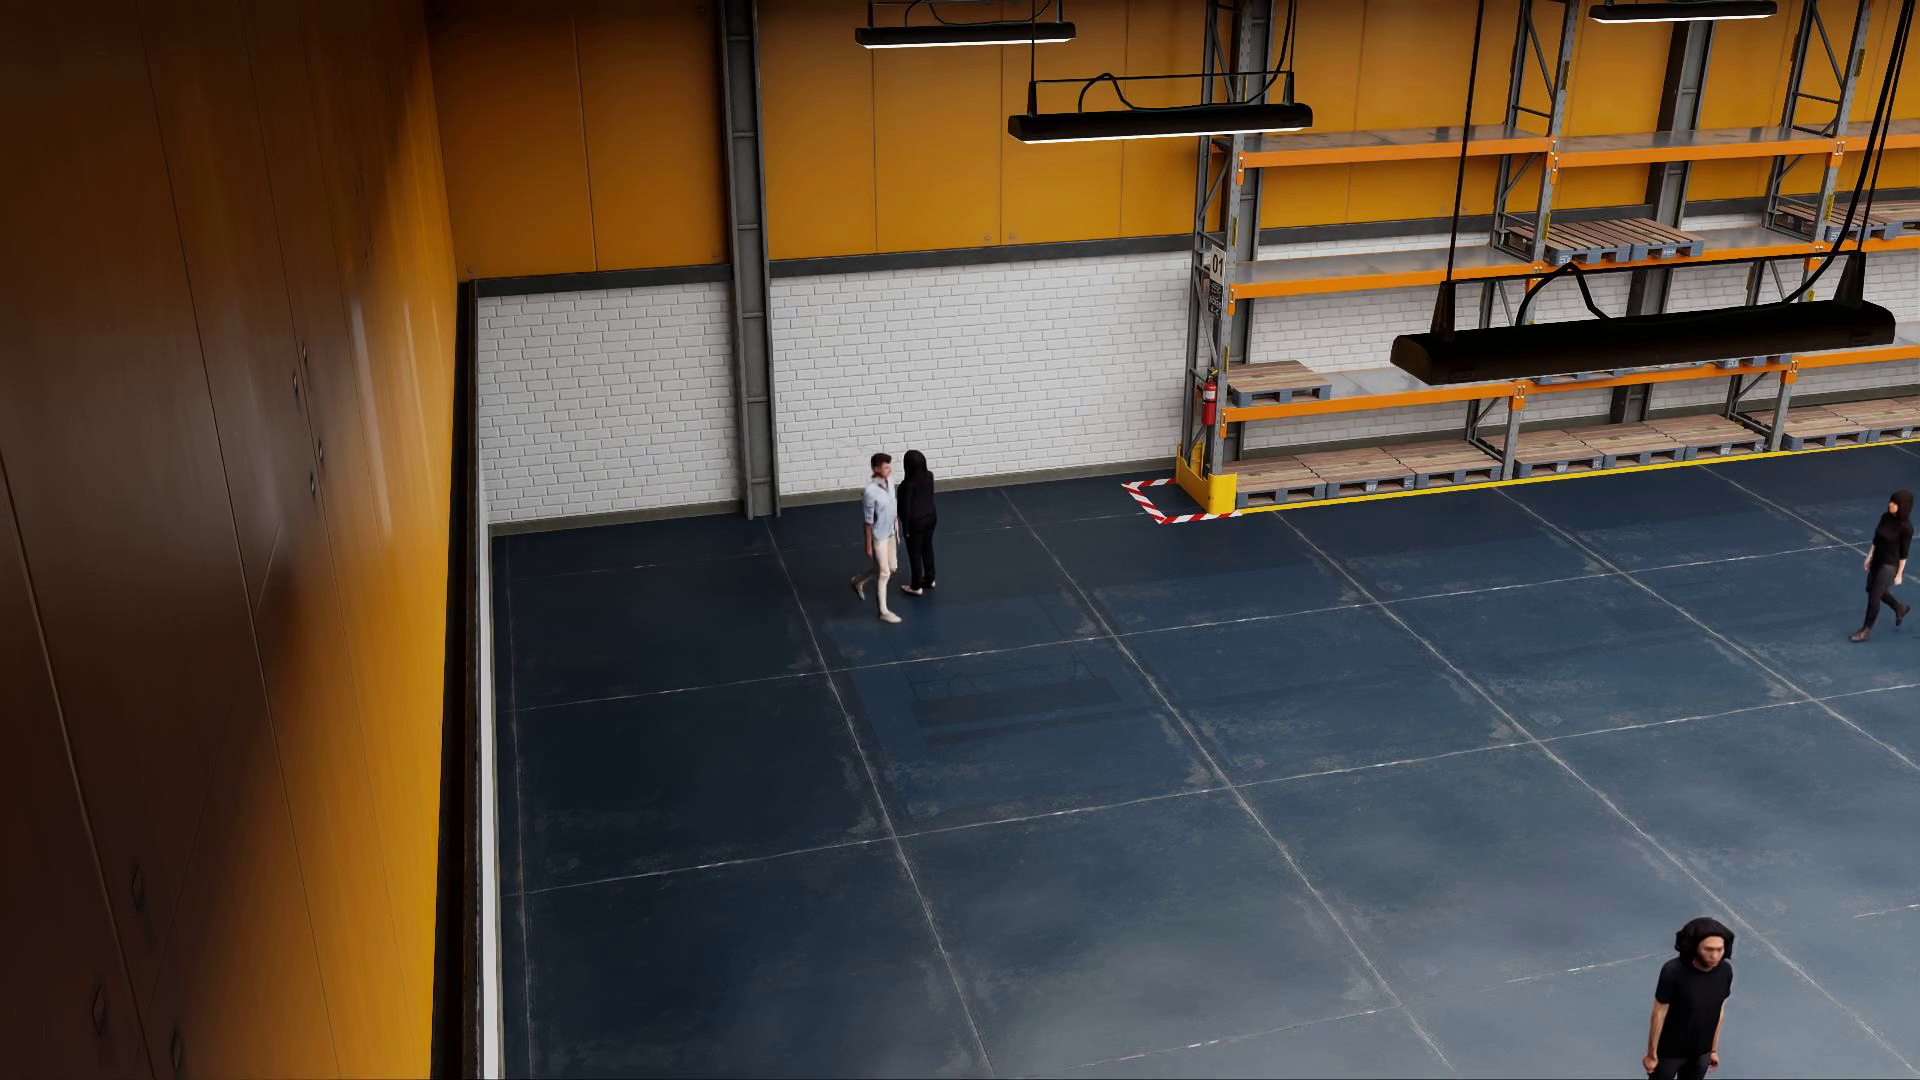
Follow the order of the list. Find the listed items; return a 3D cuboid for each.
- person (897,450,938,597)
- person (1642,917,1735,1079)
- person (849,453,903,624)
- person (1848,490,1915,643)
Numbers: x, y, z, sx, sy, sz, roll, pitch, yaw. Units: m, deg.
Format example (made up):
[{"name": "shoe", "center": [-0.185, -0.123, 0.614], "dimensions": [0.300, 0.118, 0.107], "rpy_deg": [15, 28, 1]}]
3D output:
[{"name": "person", "center": [-0.434, -0.201, 17.803], "dimensions": [0.821, 1.614, 0.751], "rpy_deg": [16, 28, 32]}, {"name": "person", "center": [4.392, 3.045, 10.099], "dimensions": [0.494, 1.835, 0.719], "rpy_deg": [-4, 24, -8]}, {"name": "person", "center": [-0.891, -0.056, 17.200], "dimensions": [1.049, 1.830, 0.977], "rpy_deg": [13, 27, 28]}, {"name": "person", "center": [9.396, 0.251, 16.754], "dimensions": [0.922, 1.625, 0.614], "rpy_deg": [-4, 24, -10]}]
